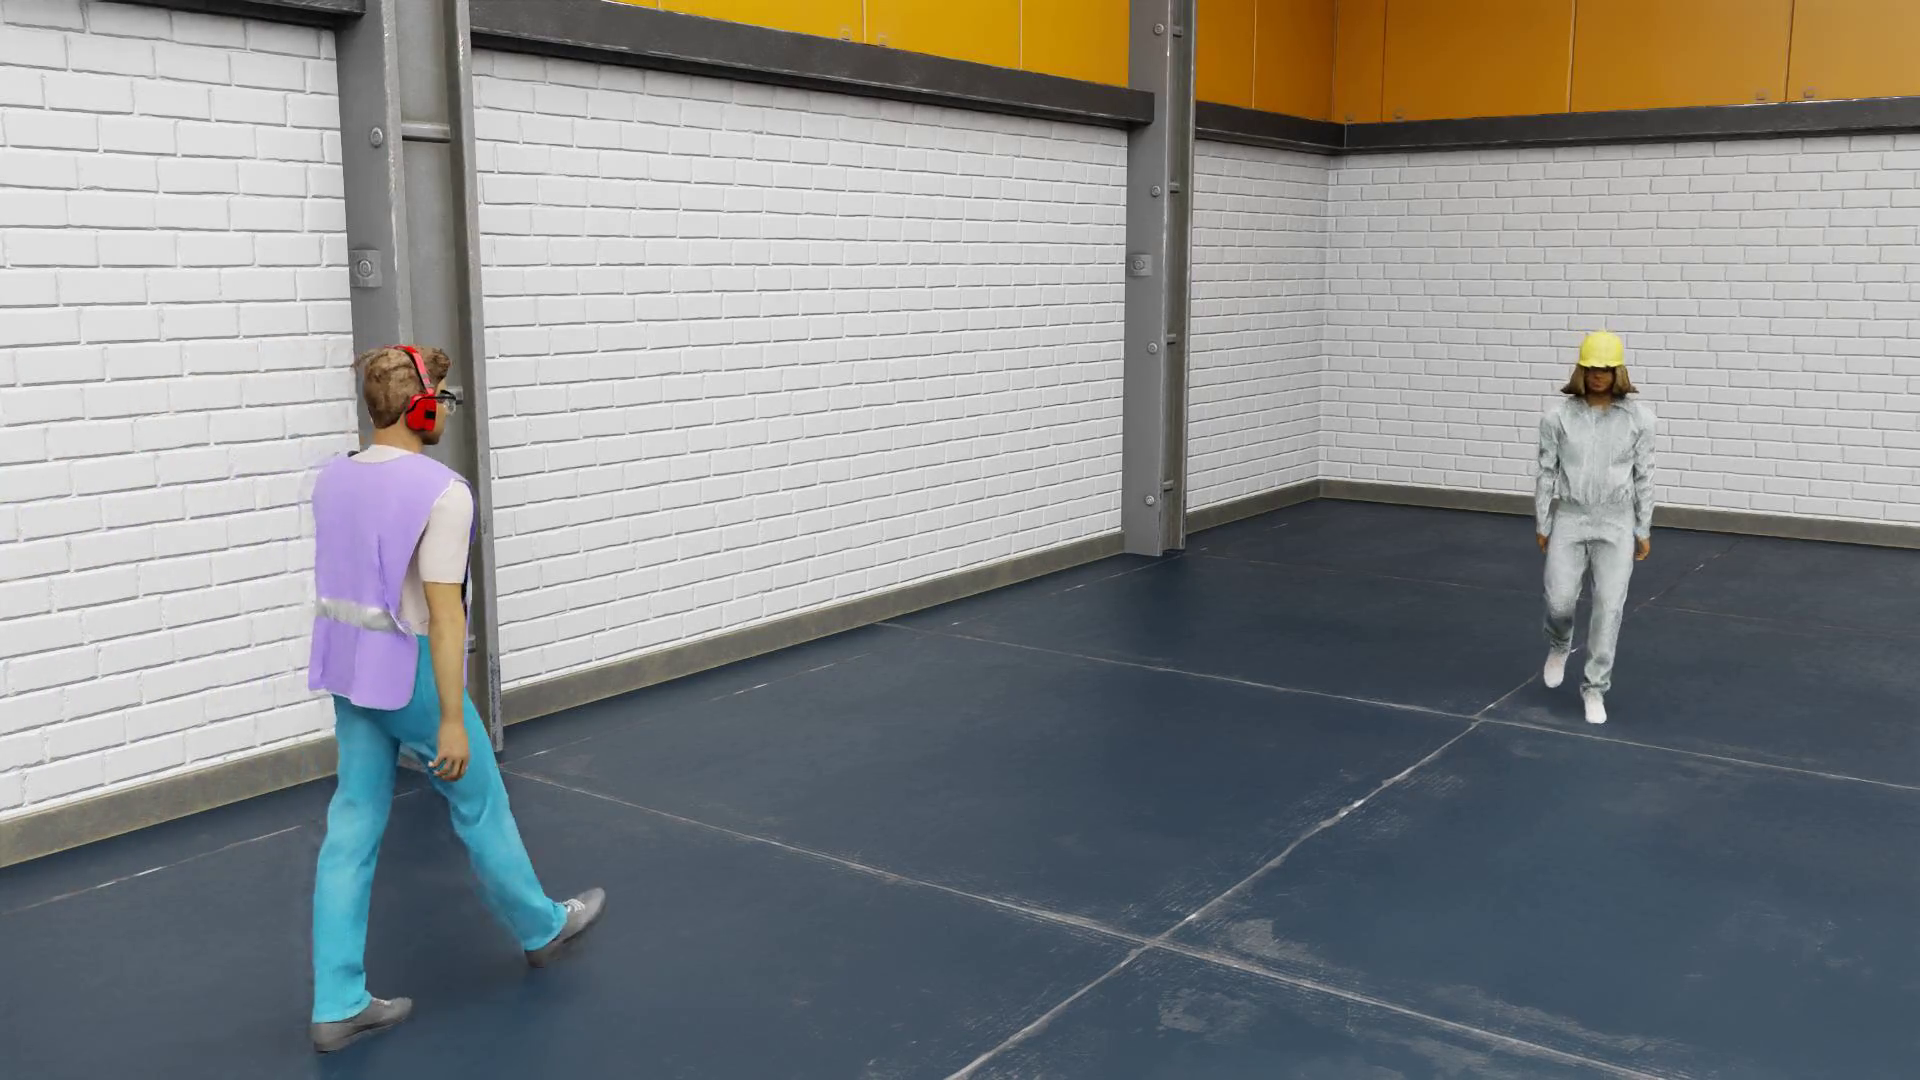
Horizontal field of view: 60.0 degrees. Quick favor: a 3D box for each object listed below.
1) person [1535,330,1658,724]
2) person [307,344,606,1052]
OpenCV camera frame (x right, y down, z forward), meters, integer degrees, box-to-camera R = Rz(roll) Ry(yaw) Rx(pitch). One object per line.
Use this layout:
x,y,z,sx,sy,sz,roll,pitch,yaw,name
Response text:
2.813,-0.071,7.397,0.495,1.732,0.503,3,10,18,person
-1.405,0.382,4.463,0.596,1.796,0.939,6,11,32,person
